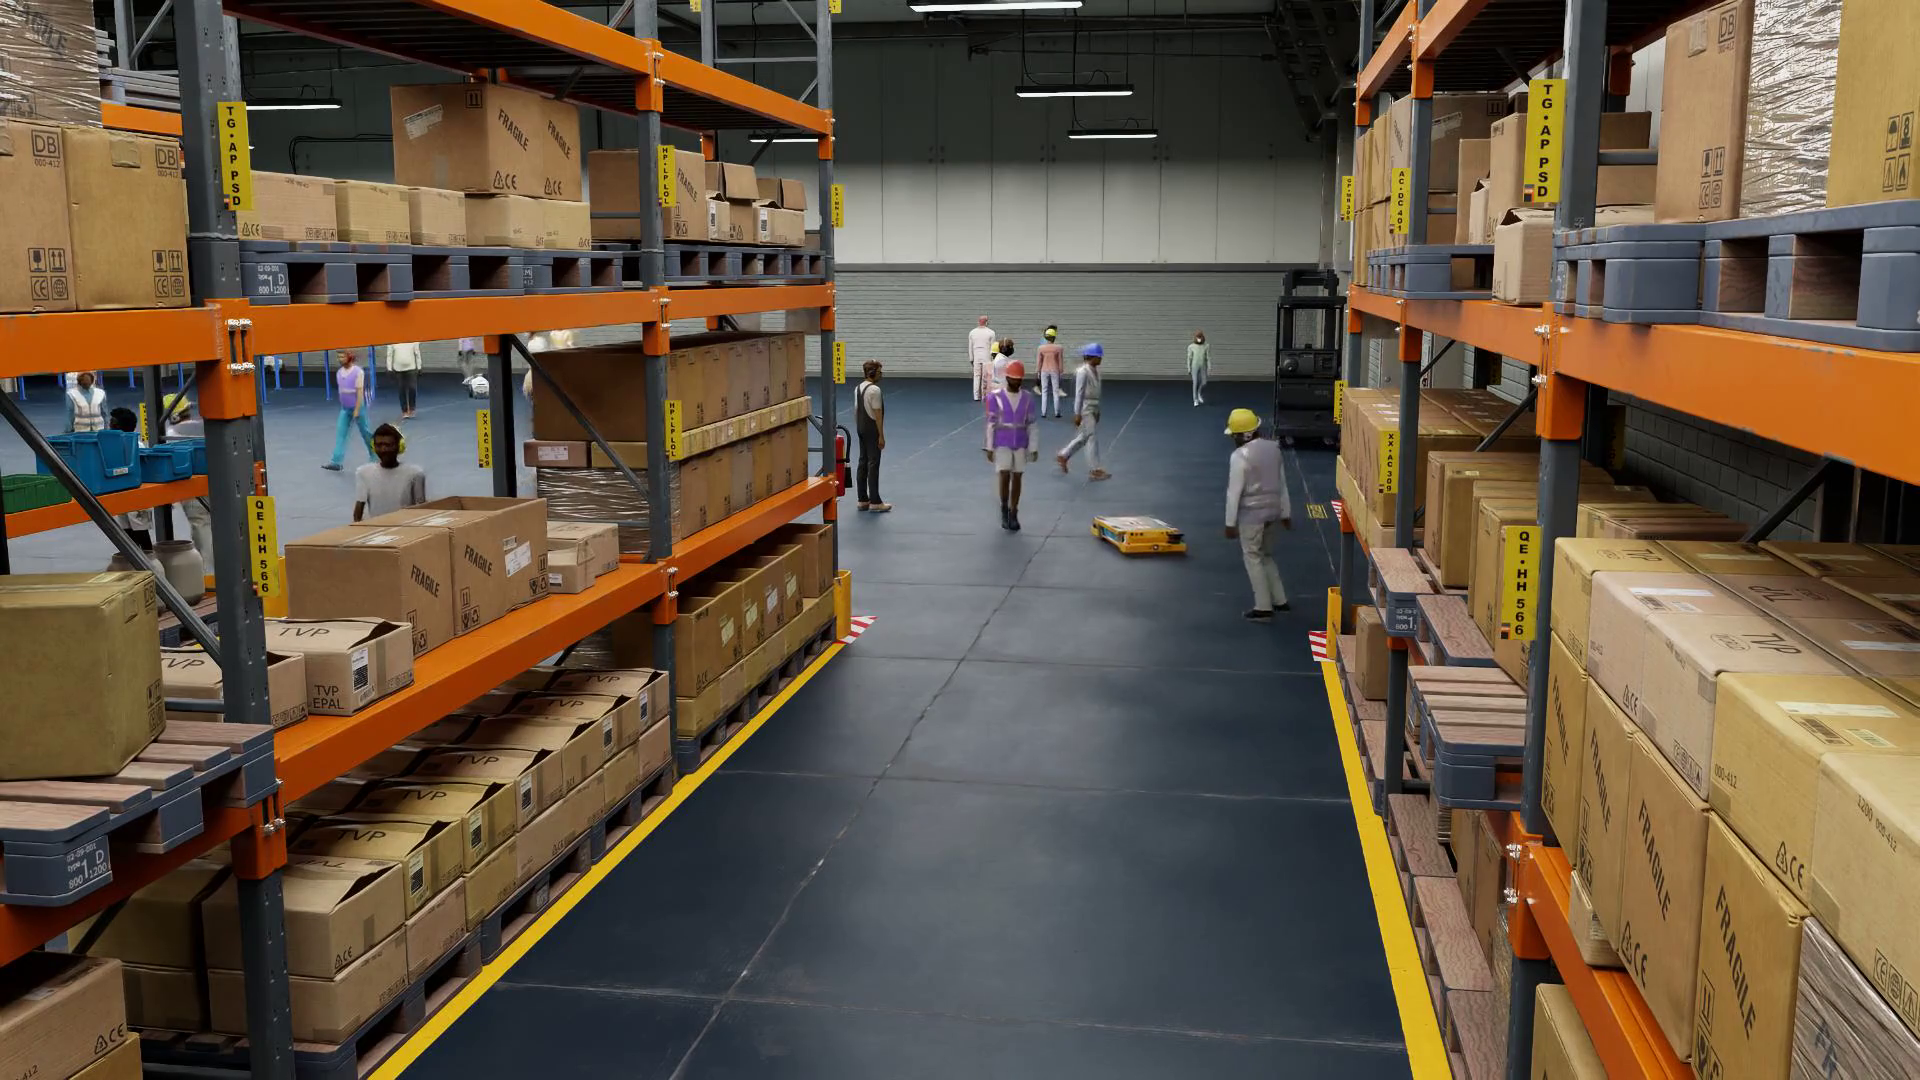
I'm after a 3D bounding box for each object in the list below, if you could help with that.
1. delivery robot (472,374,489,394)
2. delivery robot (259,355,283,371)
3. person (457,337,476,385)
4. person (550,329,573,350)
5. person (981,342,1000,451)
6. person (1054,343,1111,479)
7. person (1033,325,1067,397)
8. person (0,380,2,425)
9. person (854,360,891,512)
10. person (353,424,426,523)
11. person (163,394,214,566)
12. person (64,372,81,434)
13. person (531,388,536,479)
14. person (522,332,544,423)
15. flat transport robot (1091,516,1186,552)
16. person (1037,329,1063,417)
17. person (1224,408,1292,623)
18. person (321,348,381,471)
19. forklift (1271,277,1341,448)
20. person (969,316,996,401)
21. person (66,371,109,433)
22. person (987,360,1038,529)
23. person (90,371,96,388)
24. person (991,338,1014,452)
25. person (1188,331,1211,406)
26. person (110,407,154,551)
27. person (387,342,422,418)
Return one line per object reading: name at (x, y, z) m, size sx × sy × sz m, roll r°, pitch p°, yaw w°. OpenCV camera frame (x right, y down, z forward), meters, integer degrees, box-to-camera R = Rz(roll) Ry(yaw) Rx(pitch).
delivery robot at (-11.048, -3.577, 38.288) m, size 0.477 × 0.478 × 0.707 m, roll -3°, pitch 10°, yaw -20°
delivery robot at (-19.647, -5.053, 47.382) m, size 0.707 × 0.478 × 0.477 m, roll 6°, pitch 11°, yaw 33°
person at (-12.618, -4.907, 42.491) m, size 0.426 × 1.901 × 0.610 m, roll 5°, pitch 11°, yaw 29°
person at (-9.156, -4.236, 38.339) m, size 0.552 × 1.913 × 0.776 m, roll 1°, pitch 9°, yaw 8°
person at (0.600, -2.333, 27.076) m, size 0.523 × 1.760 × 0.327 m, roll 2°, pitch 9°, yaw 10°
person at (1.738, -1.841, 23.584) m, size 0.873 × 1.920 × 0.619 m, roll 5°, pitch 10°, yaw 26°
person at (2.086, -4.172, 38.709) m, size 0.837 × 1.667 × 0.535 m, roll 7°, pitch 11°, yaw 35°
person at (-18.616, -3.014, 31.756) m, size 0.837 × 1.600 × 0.525 m, roll 5°, pitch 10°, yaw 28°
person at (-1.086, -1.278, 20.321) m, size 0.344 × 1.839 × 0.505 m, roll -7°, pitch 11°, yaw -36°
person at (-4.180, 0.046, 12.249) m, size 0.490 × 1.811 × 1.036 m, roll 0°, pitch 9°, yaw 0°
person at (-7.271, -0.509, 15.841) m, size 0.944 × 1.766 × 0.647 m, roll 6°, pitch 11°, yaw 34°
person at (-13.832, -2.215, 26.054) m, size 1.015 × 1.861 × 0.590 m, roll -3°, pitch 10°, yaw -18°
person at (-5.414, -1.508, 21.828) m, size 0.647 × 1.813 × 0.664 m, roll 6°, pitch 11°, yaw 32°
person at (-8.175, -3.196, 31.912) m, size 0.445 × 1.924 × 0.629 m, roll -5°, pitch 10°, yaw -26°
flat transport robot at (1.902, -0.079, 17.879) m, size 0.652 × 0.197 × 1.431 m, roll -2°, pitch 9°, yaw -10°
person at (1.798, -3.334, 33.230) m, size 0.526 × 1.765 × 0.329 m, roll 1°, pitch 9°, yaw 7°
person at (2.449, -0.209, 13.879) m, size 0.486 × 1.788 × 0.617 m, roll 9°, pitch 13°, yaw 44°
person at (-8.947, -1.924, 24.451) m, size 0.585 × 1.800 × 0.969 m, roll 5°, pitch 11°, yaw 29°
forklift at (5.847, -3.016, 27.970) m, size 1.129 × 2.768 × 1.873 m, roll 1°, pitch 9°, yaw 9°
person at (0.531, -4.077, 37.375) m, size 0.655 × 1.906 × 0.407 m, roll 4°, pitch 10°, yaw 21°
person at (-11.627, -1.469, 22.155) m, size 0.529 × 1.620 × 0.623 m, roll -8°, pitch 12°, yaw -40°
person at (0.610, -1.063, 18.731) m, size 0.563 × 1.918 × 0.572 m, roll -2°, pitch 9°, yaw -13°
person at (-14.269, -2.390, 27.014) m, size 0.455 × 1.883 × 0.691 m, roll -3°, pitch 10°, yaw -18°
person at (0.717, -2.309, 26.672) m, size 0.430 × 1.844 × 0.624 m, roll 0°, pitch 9°, yaw -1°
person at (5.187, -3.727, 36.100) m, size 0.519 × 1.617 × 0.402 m, roll 0°, pitch 9°, yaw -1°
person at (-7.521, -0.357, 15.075) m, size 0.529 × 1.697 × 0.321 m, roll 7°, pitch 11°, yaw 36°
person at (-10.976, -3.377, 32.837) m, size 0.659 × 1.972 × 0.705 m, roll -3°, pitch 10°, yaw -18°
